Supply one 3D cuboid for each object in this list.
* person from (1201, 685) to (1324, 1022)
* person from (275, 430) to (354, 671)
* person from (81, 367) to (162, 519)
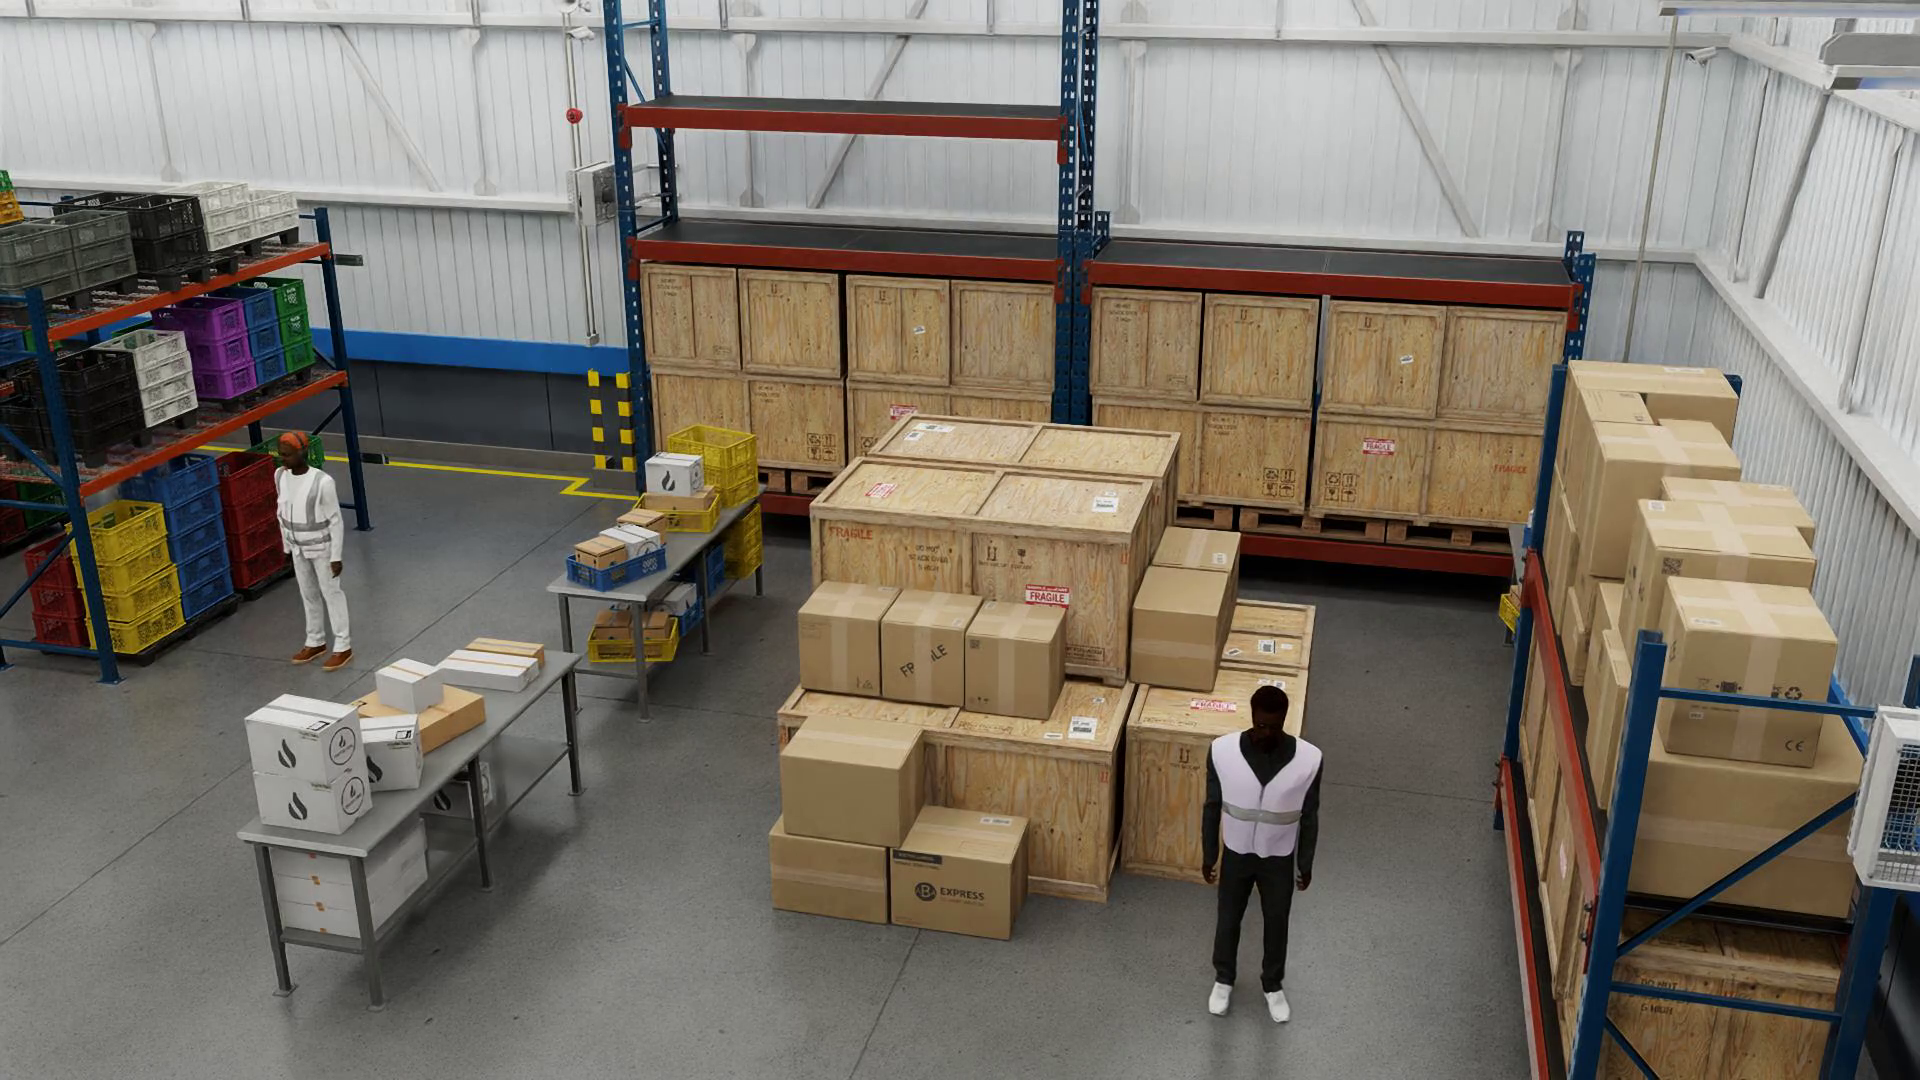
[{"bbox_3d":[1.531,1.593,8.561,0.584,1.912,0.383,4,21,10],"label":"person"},{"bbox_3d":[-4.897,0.076,12.567,0.576,1.882,0.362,10,23,24],"label":"person"},{"bbox_3d":[-7.220,-0.639,14.411,0.751,1.906,0.462,5,22,14],"label":"person"}]
